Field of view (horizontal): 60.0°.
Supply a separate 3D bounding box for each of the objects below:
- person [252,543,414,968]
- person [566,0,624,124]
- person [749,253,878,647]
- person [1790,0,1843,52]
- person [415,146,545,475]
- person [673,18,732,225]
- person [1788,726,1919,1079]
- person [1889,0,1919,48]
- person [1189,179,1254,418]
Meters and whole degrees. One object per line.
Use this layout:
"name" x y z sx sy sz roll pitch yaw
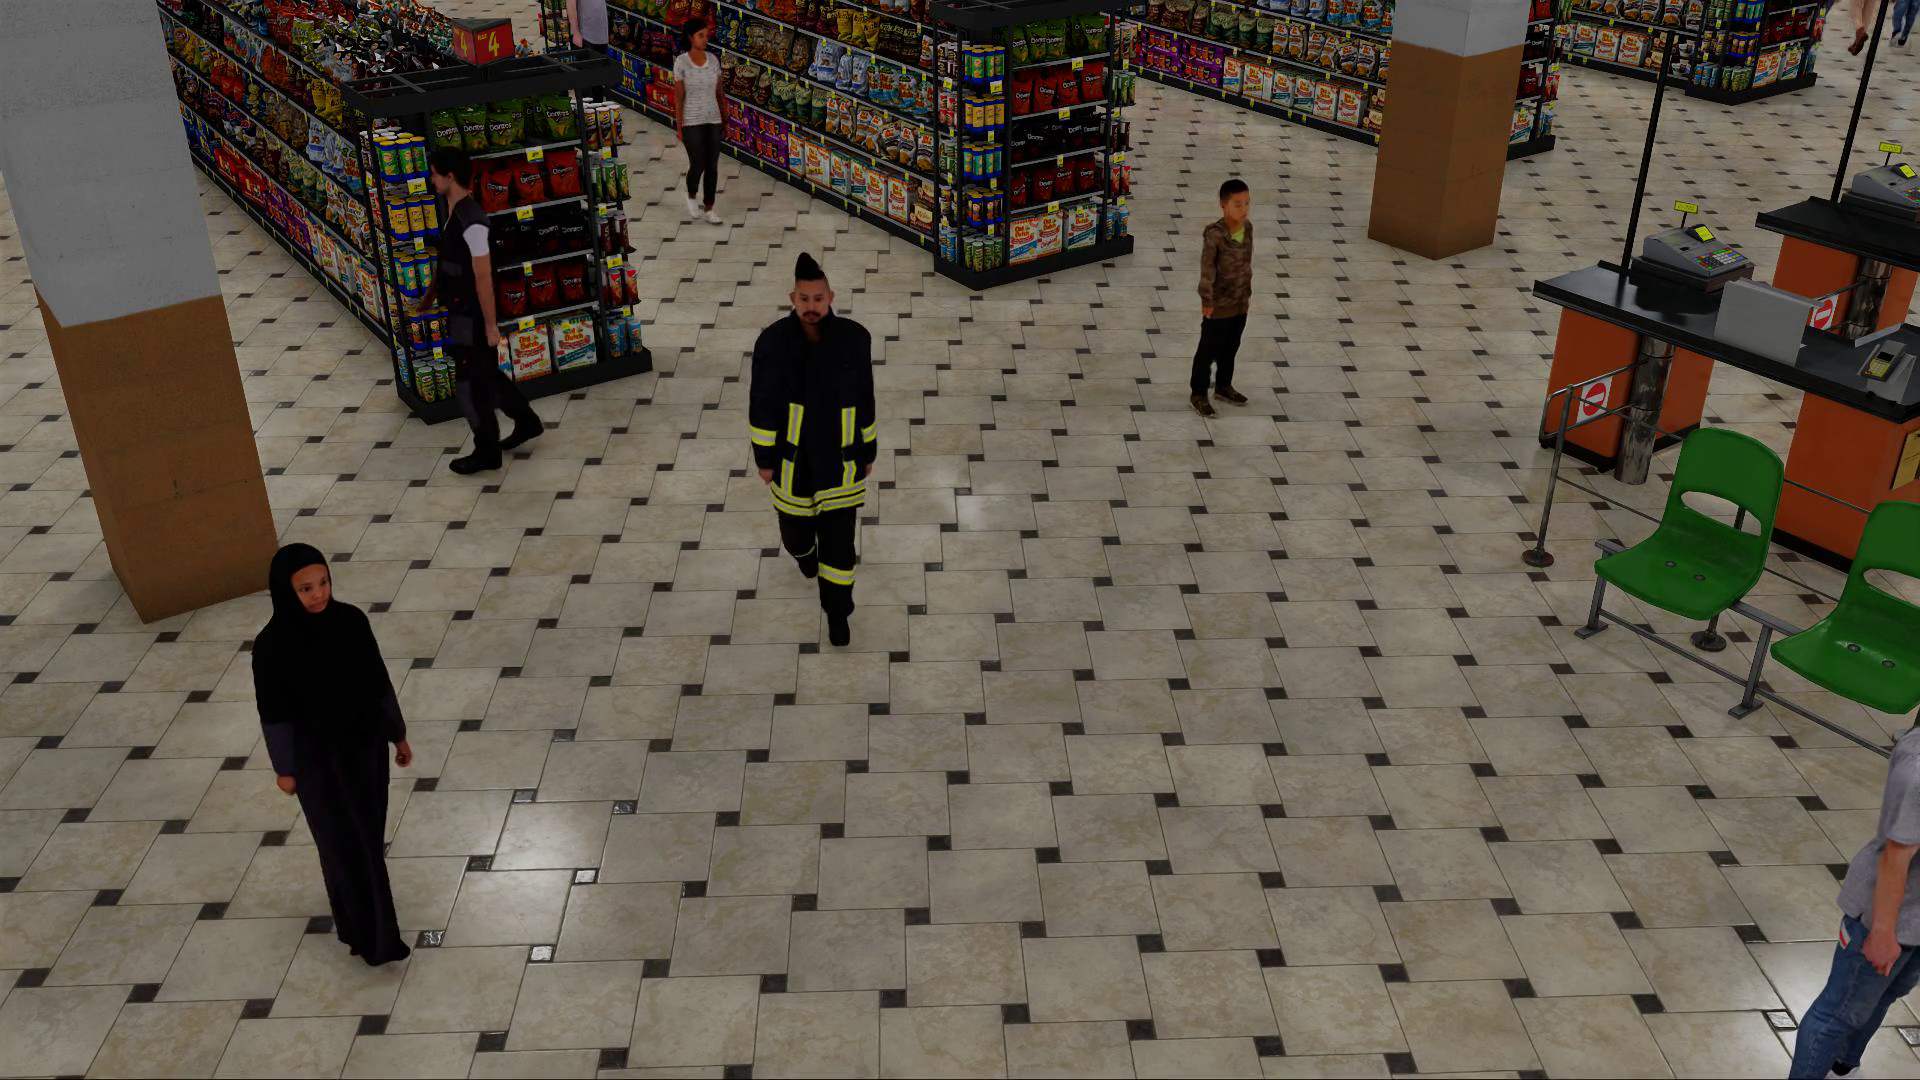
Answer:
"person" -2.284 0.701 5.970 0.928 1.612 0.758 20 34 32
"person" -3.563 -4.887 15.971 0.788 1.838 0.763 9 30 16
"person" -0.674 -0.458 7.865 1.043 1.831 1.186 -3 29 -6
"person" 9.515 -6.072 18.275 0.780 1.710 0.846 20 34 32
"person" -2.687 -1.317 9.443 0.820 1.828 0.823 -16 32 -26
"person" -2.126 -3.369 13.404 0.597 1.634 0.599 -20 35 -32
"person" 2.869 1.056 5.031 0.669 1.890 0.563 -17 33 -29
"person" 10.968 -6.298 19.175 0.731 1.243 0.757 11 30 19
"person" 1.612 -1.489 10.148 0.582 1.453 0.555 -23 36 -36
